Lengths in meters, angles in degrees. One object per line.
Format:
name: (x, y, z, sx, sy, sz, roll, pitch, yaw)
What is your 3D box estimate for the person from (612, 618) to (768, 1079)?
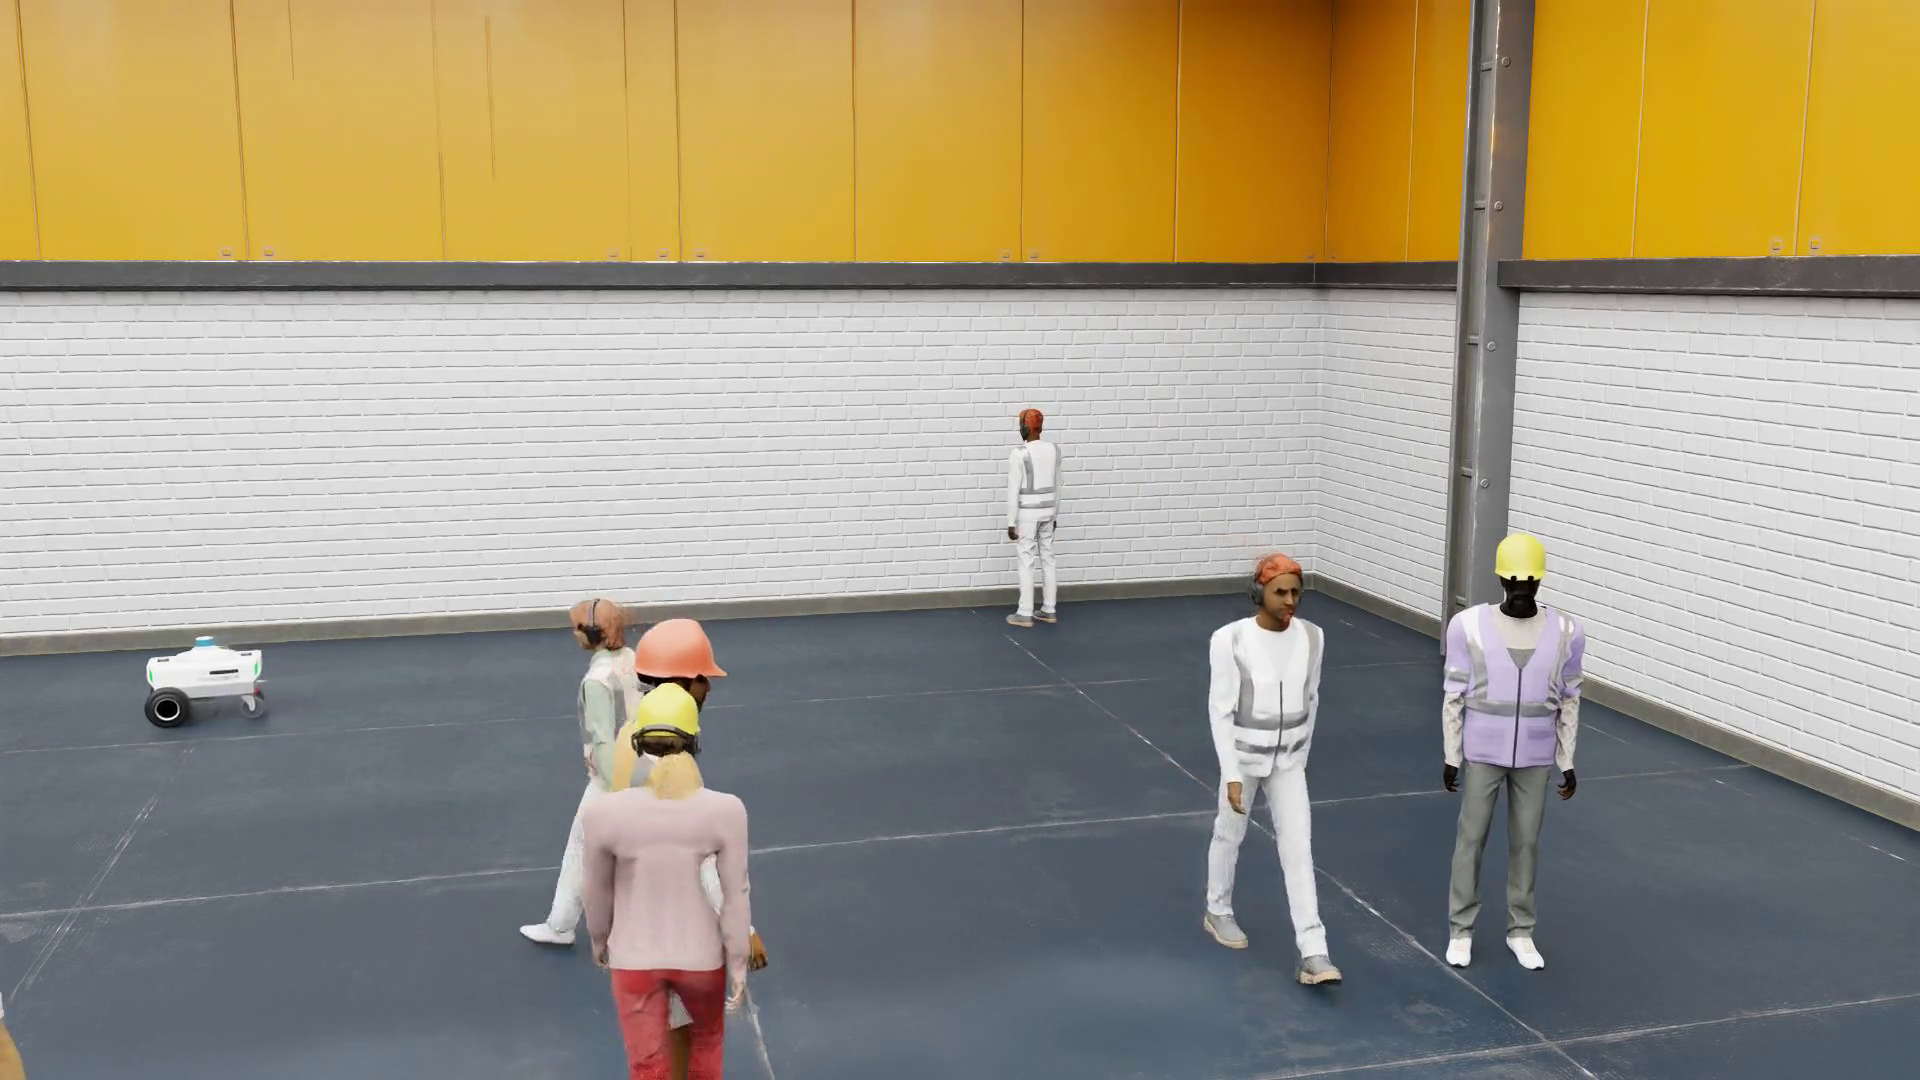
person: (-0.899, 1.208, 5.429, 0.438, 1.927, 0.565, -4, 10, -21)

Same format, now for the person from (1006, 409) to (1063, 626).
person: (0.636, -0.194, 14.348, 0.577, 1.877, 0.343, -7, 11, -35)

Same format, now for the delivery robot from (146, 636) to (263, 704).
delivery robot: (-5.134, 0.901, 11.329, 0.707, 0.478, 0.477, -3, 10, -20)

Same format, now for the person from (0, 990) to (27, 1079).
person: (-2.542, 1.460, 4.133, 0.596, 1.842, 0.449, 4, 10, 25)

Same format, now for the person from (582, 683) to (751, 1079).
person: (-0.943, 1.309, 5.365, 0.526, 1.747, 0.675, -2, 9, -10)

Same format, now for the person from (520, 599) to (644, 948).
person: (-1.611, 1.051, 7.430, 0.807, 1.604, 0.533, 2, 9, 13)

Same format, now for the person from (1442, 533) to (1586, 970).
person: (2.398, 0.918, 7.240, 0.589, 1.928, 0.385, 1, 9, 7)

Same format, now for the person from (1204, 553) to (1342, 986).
person: (1.329, 0.973, 7.201, 0.585, 1.834, 0.966, -3, 9, -16)
